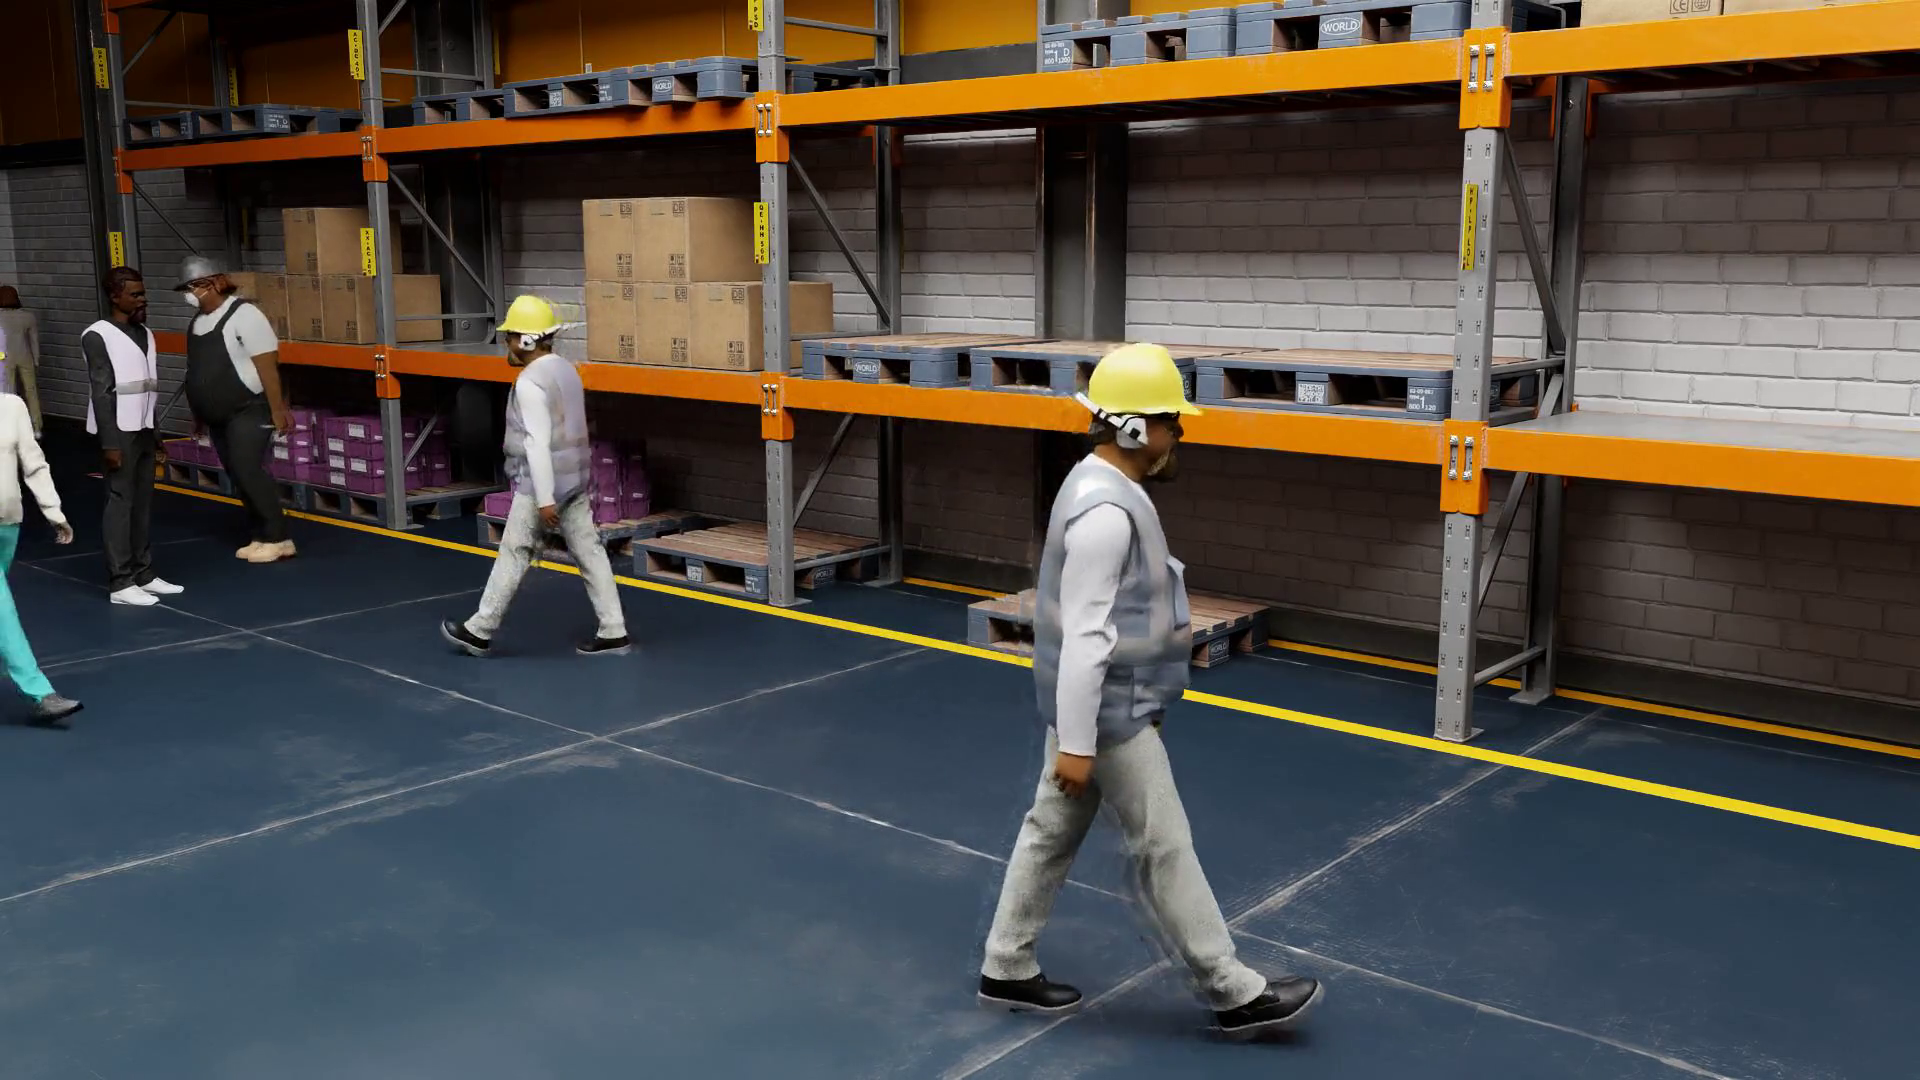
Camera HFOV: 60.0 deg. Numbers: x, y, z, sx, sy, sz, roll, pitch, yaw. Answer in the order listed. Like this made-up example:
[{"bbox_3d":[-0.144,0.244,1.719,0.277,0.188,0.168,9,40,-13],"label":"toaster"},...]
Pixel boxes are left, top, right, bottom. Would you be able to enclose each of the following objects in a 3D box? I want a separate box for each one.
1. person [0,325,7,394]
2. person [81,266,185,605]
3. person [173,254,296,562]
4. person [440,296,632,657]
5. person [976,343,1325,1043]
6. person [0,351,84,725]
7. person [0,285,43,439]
[{"bbox_3d":[-6.502,-0.813,10.849,0.645,1.892,0.463,1,10,6],"label":"person"},{"bbox_3d":[-4.764,-0.597,9.525,0.394,1.920,0.586,0,10,2],"label":"person"},{"bbox_3d":[-4.699,-0.870,10.735,0.725,2.000,0.575,7,12,34],"label":"person"},{"bbox_3d":[-2.083,-0.295,8.172,0.959,1.781,0.595,2,10,12],"label":"person"},{"bbox_3d":[0.462,0.398,4.238,0.918,1.778,0.630,1,10,4],"label":"person"},{"bbox_3d":[-4.097,-0.069,7.068,0.897,1.719,0.537,3,10,17],"label":"person"},{"bbox_3d":[-9.961,-1.859,17.522,0.500,1.634,0.286,-8,13,-39],"label":"person"}]
